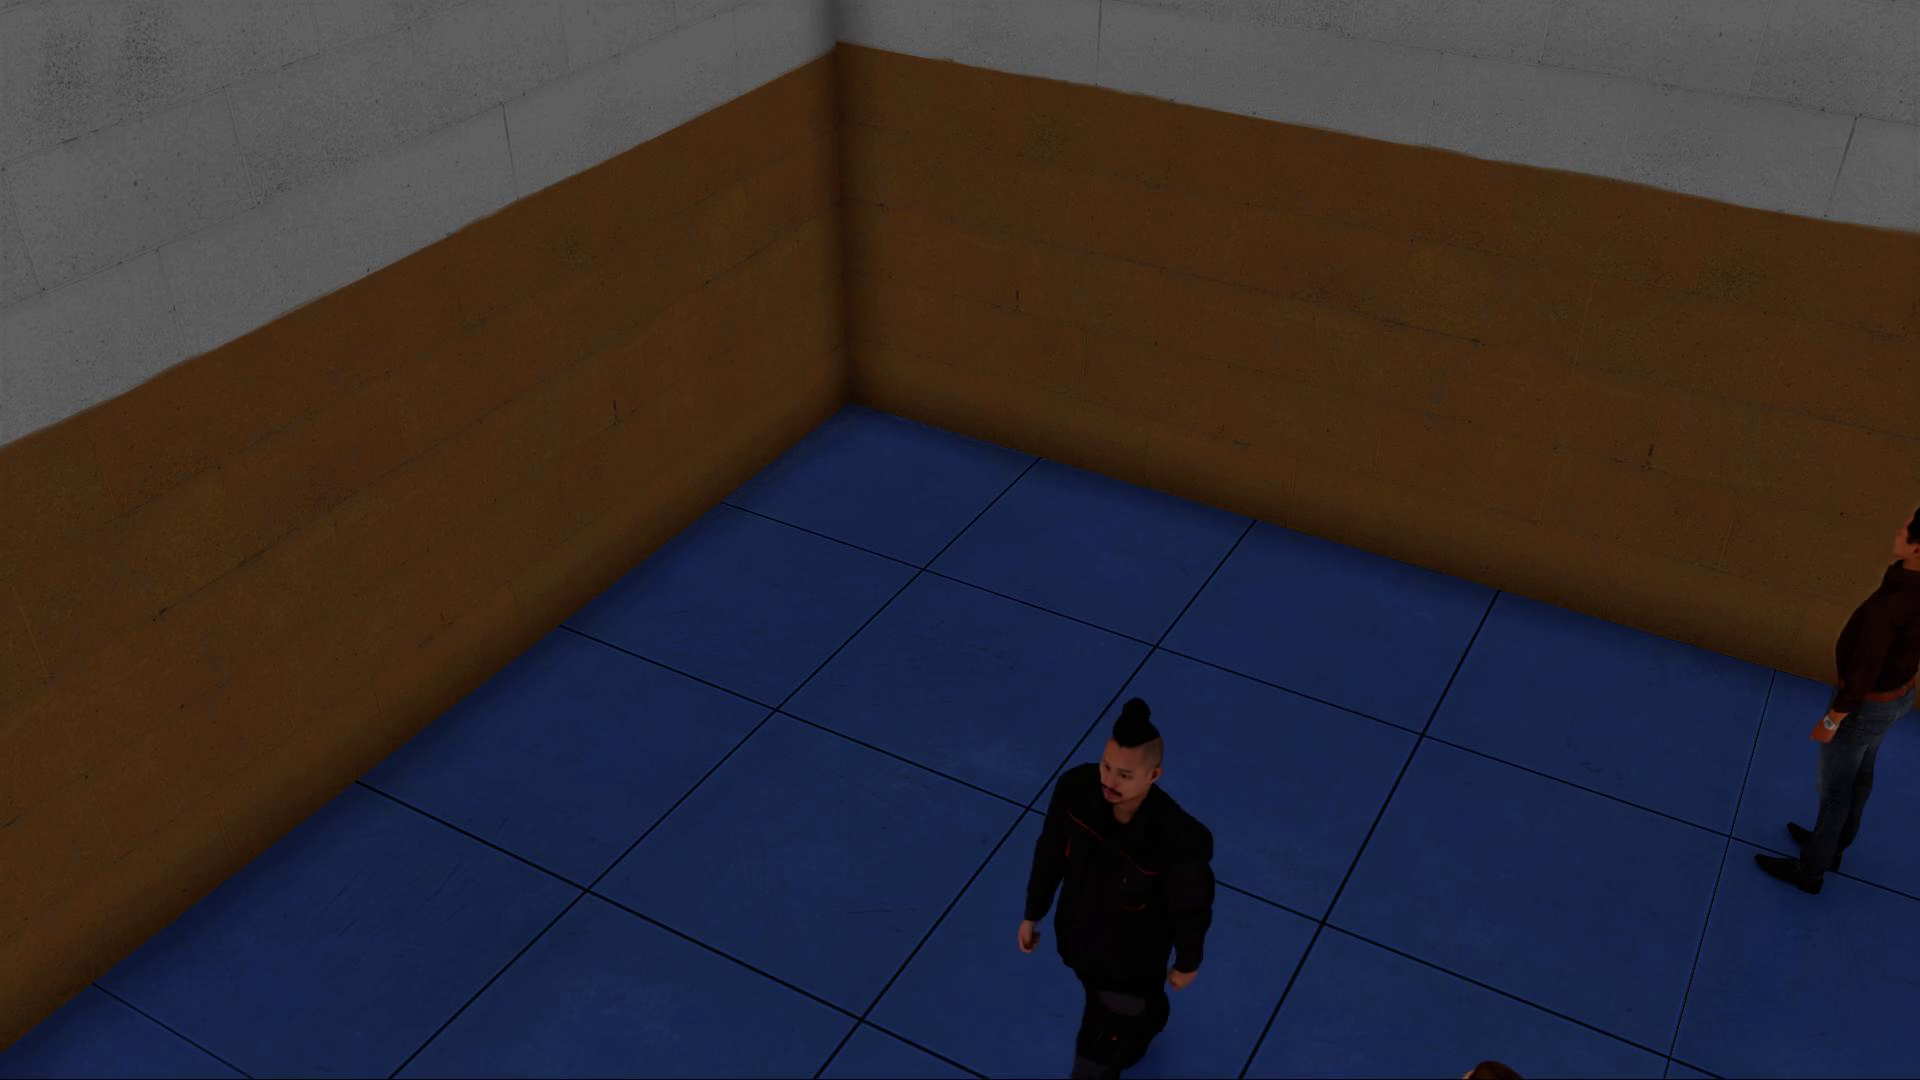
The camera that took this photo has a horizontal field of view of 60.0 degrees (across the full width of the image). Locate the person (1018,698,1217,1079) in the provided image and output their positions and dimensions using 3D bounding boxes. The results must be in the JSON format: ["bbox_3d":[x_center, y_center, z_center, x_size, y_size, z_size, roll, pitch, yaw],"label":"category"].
[{"bbox_3d":[0.550,1.232,5.438,1.270,1.821,0.988,-29,43,-36],"label":"person"}]

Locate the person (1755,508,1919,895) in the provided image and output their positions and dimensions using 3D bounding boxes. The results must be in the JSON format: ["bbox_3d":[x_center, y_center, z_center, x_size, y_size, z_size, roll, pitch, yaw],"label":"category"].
[{"bbox_3d":[3.510,0.639,6.419,0.598,1.746,0.770,-24,40,-31],"label":"person"}]
